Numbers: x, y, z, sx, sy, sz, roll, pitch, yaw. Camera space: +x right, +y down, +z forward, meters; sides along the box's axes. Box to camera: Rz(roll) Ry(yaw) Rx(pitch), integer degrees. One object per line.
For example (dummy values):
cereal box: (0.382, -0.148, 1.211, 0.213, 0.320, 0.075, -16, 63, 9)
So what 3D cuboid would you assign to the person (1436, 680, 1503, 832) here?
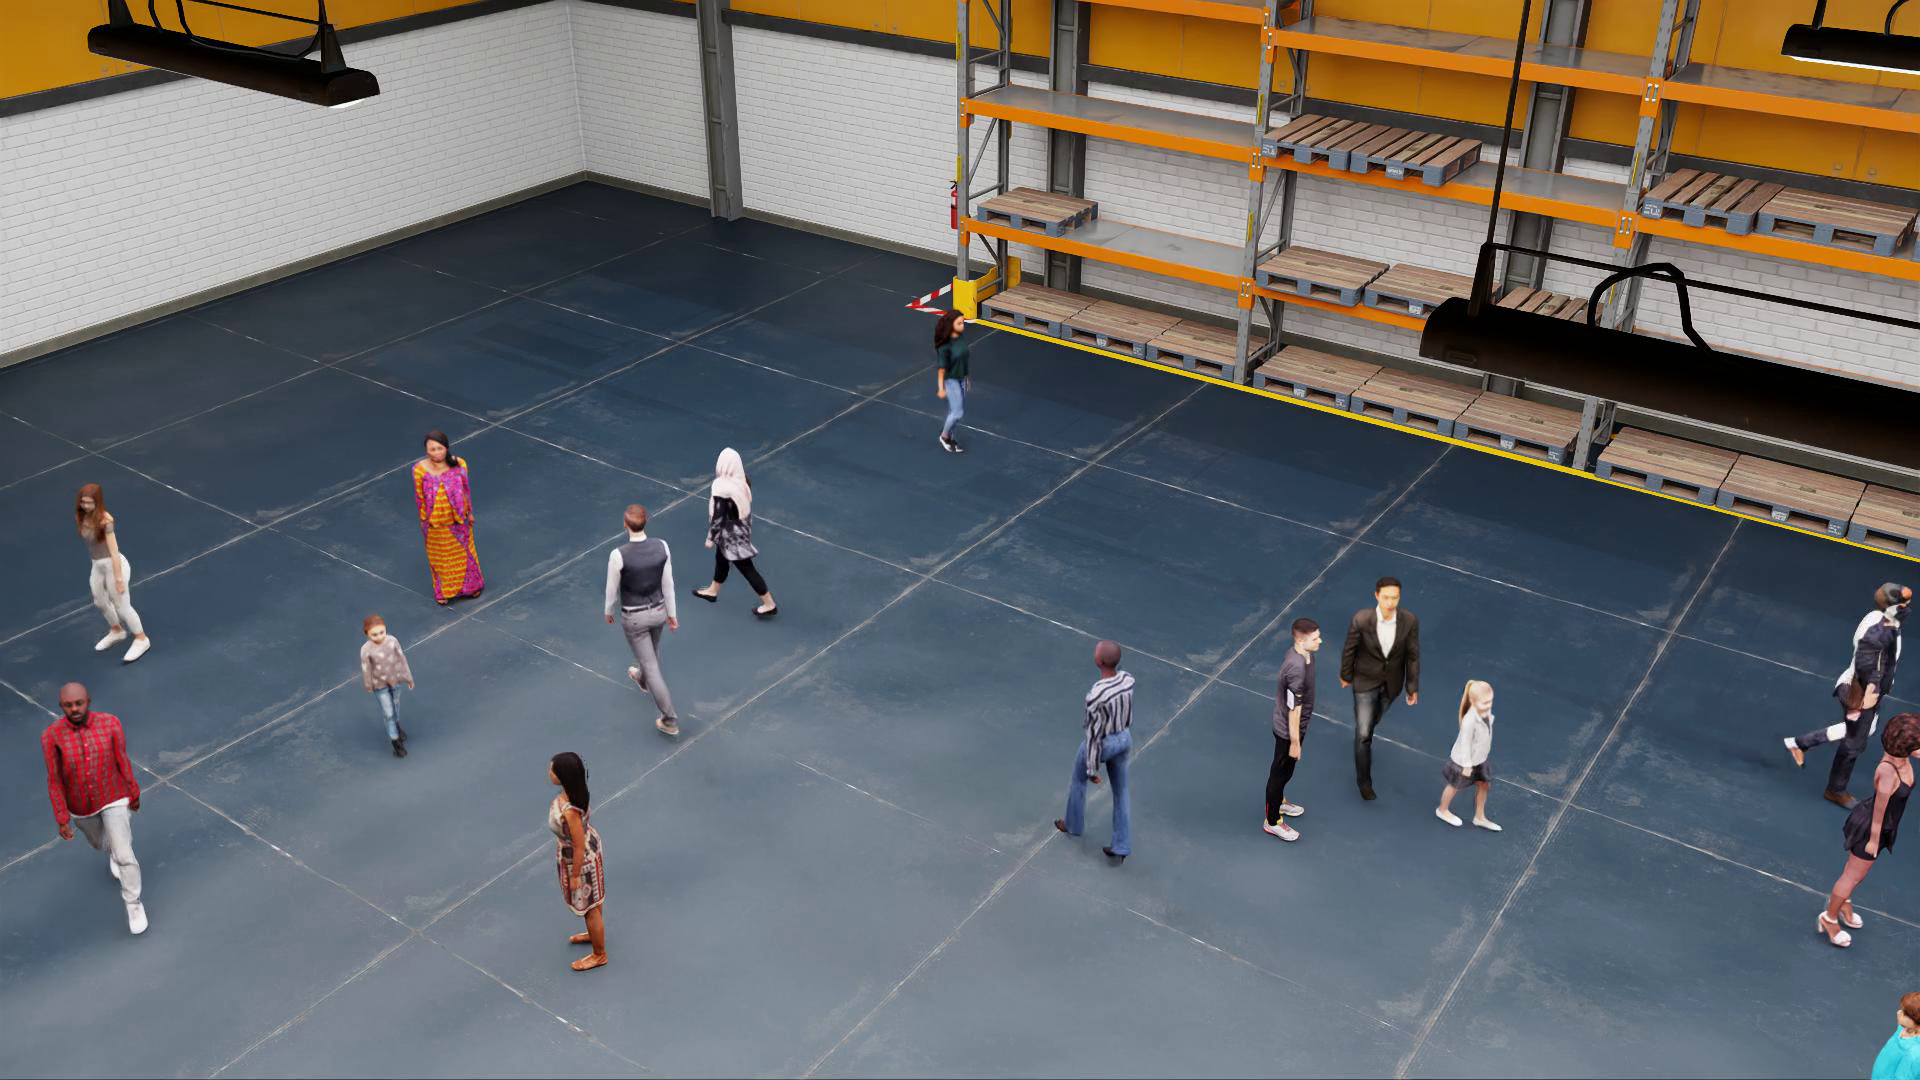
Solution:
person: (3.668, 1.545, 12.145, 0.584, 1.259, 0.730, -25, 37, -38)

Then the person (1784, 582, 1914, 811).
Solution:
person: (6.593, 1.102, 12.309, 0.890, 1.881, 0.699, 20, 35, 33)

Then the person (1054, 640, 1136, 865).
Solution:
person: (1.100, 1.527, 11.648, 0.780, 1.767, 0.984, -21, 35, -33)

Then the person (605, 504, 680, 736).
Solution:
person: (-2.450, 0.663, 13.110, 0.993, 1.884, 1.354, -18, 33, -29)

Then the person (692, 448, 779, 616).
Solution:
person: (-1.920, -0.018, 14.669, 1.180, 1.588, 0.878, 8, 30, 13)

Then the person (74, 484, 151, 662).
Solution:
person: (-7.177, 0.240, 14.080, 0.789, 1.698, 0.499, -24, 37, -37)

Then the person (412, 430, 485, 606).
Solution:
person: (-4.614, -0.238, 14.967, 0.770, 1.687, 0.813, -12, 31, -21)

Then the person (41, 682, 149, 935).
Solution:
person: (-5.856, 1.711, 11.275, 1.083, 1.801, 1.273, -11, 30, -19)

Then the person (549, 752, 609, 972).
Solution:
person: (-2.463, 2.059, 10.800, 0.774, 1.645, 0.704, -6, 29, -11)

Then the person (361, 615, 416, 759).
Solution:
person: (-4.523, 1.082, 13.081, 0.585, 1.176, 0.761, -23, 36, -35)

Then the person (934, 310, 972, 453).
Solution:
person: (-0.130, -1.710, 17.750, 0.596, 1.607, 0.589, 18, 33, 29)

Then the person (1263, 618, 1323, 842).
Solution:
person: (2.399, 1.330, 12.014, 0.633, 1.763, 0.698, 9, 30, 16)

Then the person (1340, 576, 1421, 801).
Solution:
person: (3.145, 1.014, 12.592, 1.181, 1.764, 1.175, -1, 29, -2)

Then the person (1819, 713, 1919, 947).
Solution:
person: (6.016, 1.890, 10.963, 0.534, 1.786, 0.542, 20, 34, 32)
